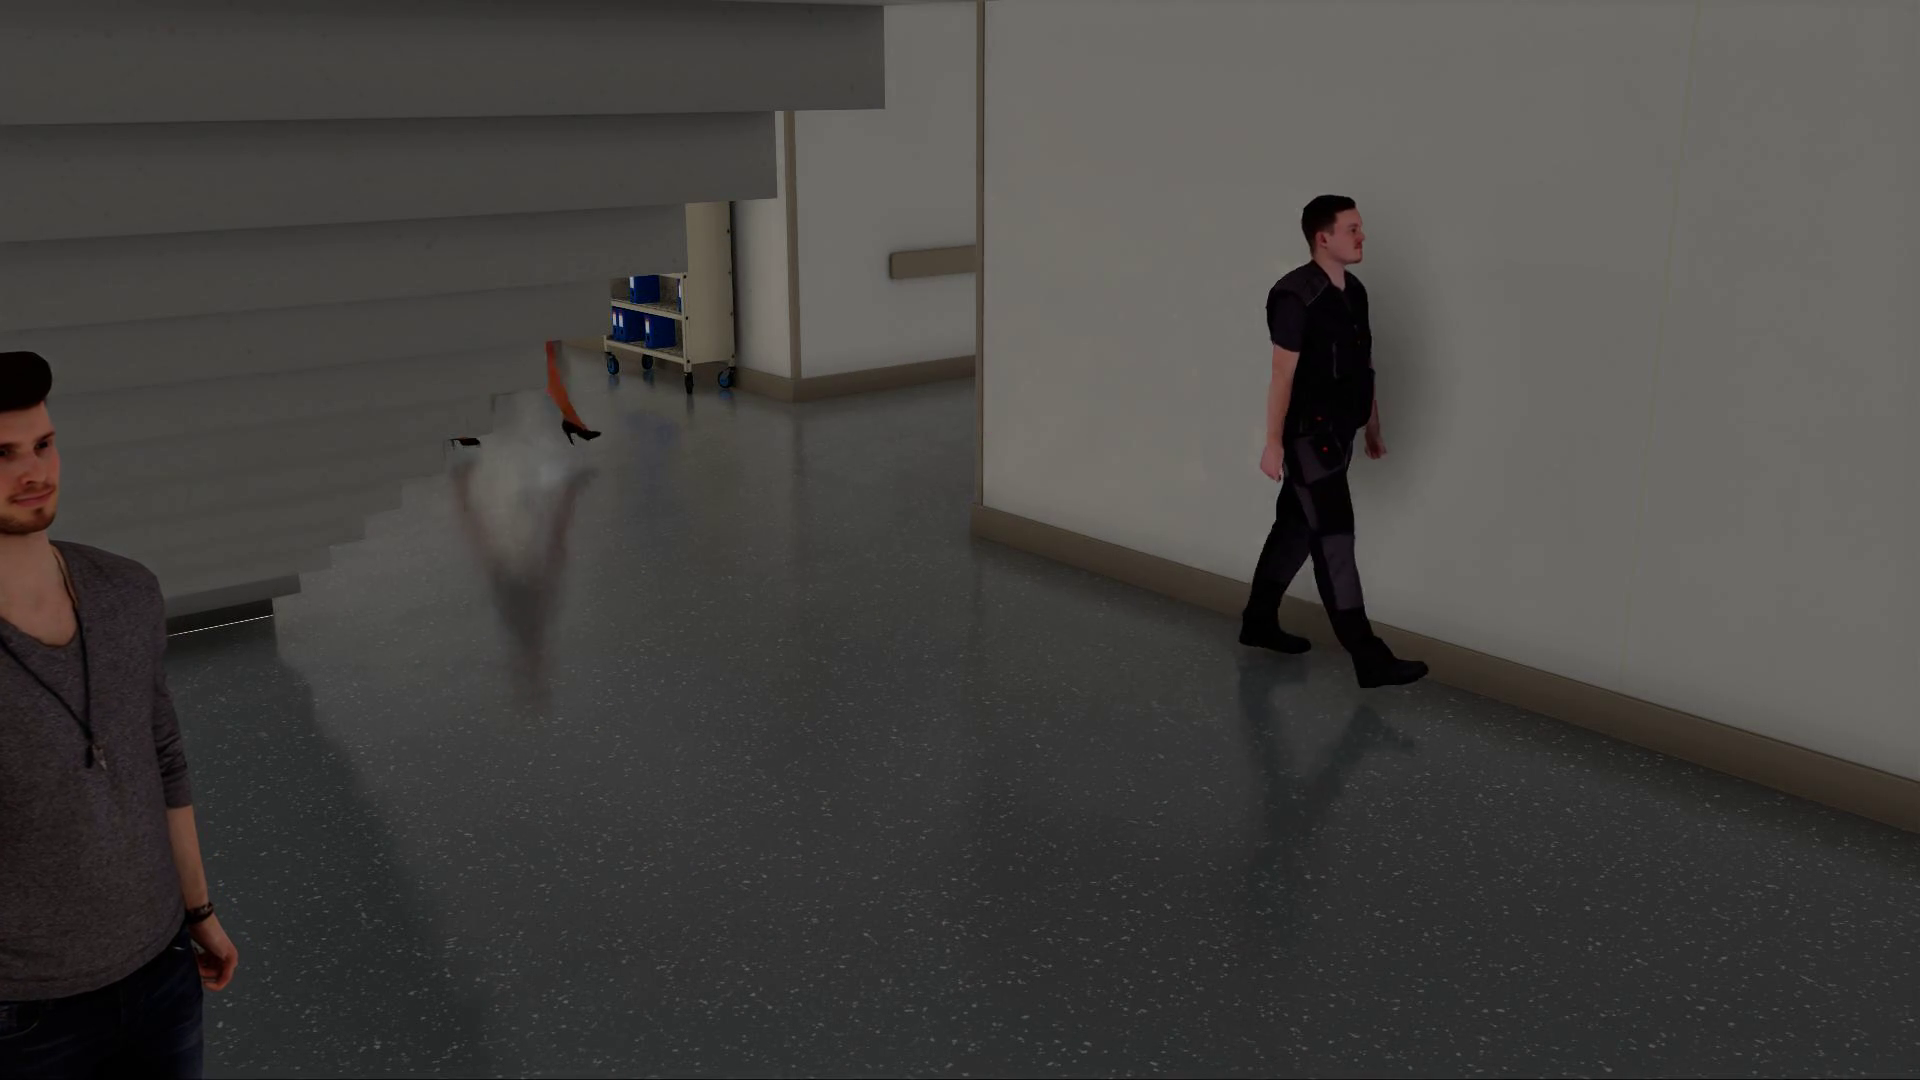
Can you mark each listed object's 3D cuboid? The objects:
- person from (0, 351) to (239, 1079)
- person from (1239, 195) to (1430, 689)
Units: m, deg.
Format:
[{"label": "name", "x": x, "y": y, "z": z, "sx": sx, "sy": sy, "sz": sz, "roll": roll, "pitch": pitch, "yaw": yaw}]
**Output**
[{"label": "person", "x": -1.374, "y": 0.653, "z": 2.547, "sx": 0.751, "sy": 1.904, "sz": 0.768, "roll": 7, "pitch": 17, "yaw": 23}, {"label": "person", "x": 1.295, "y": -0.367, "z": 6.350, "sx": 1.172, "sy": 1.803, "sz": 0.901, "roll": 12, "pitch": 20, "yaw": 36}]
